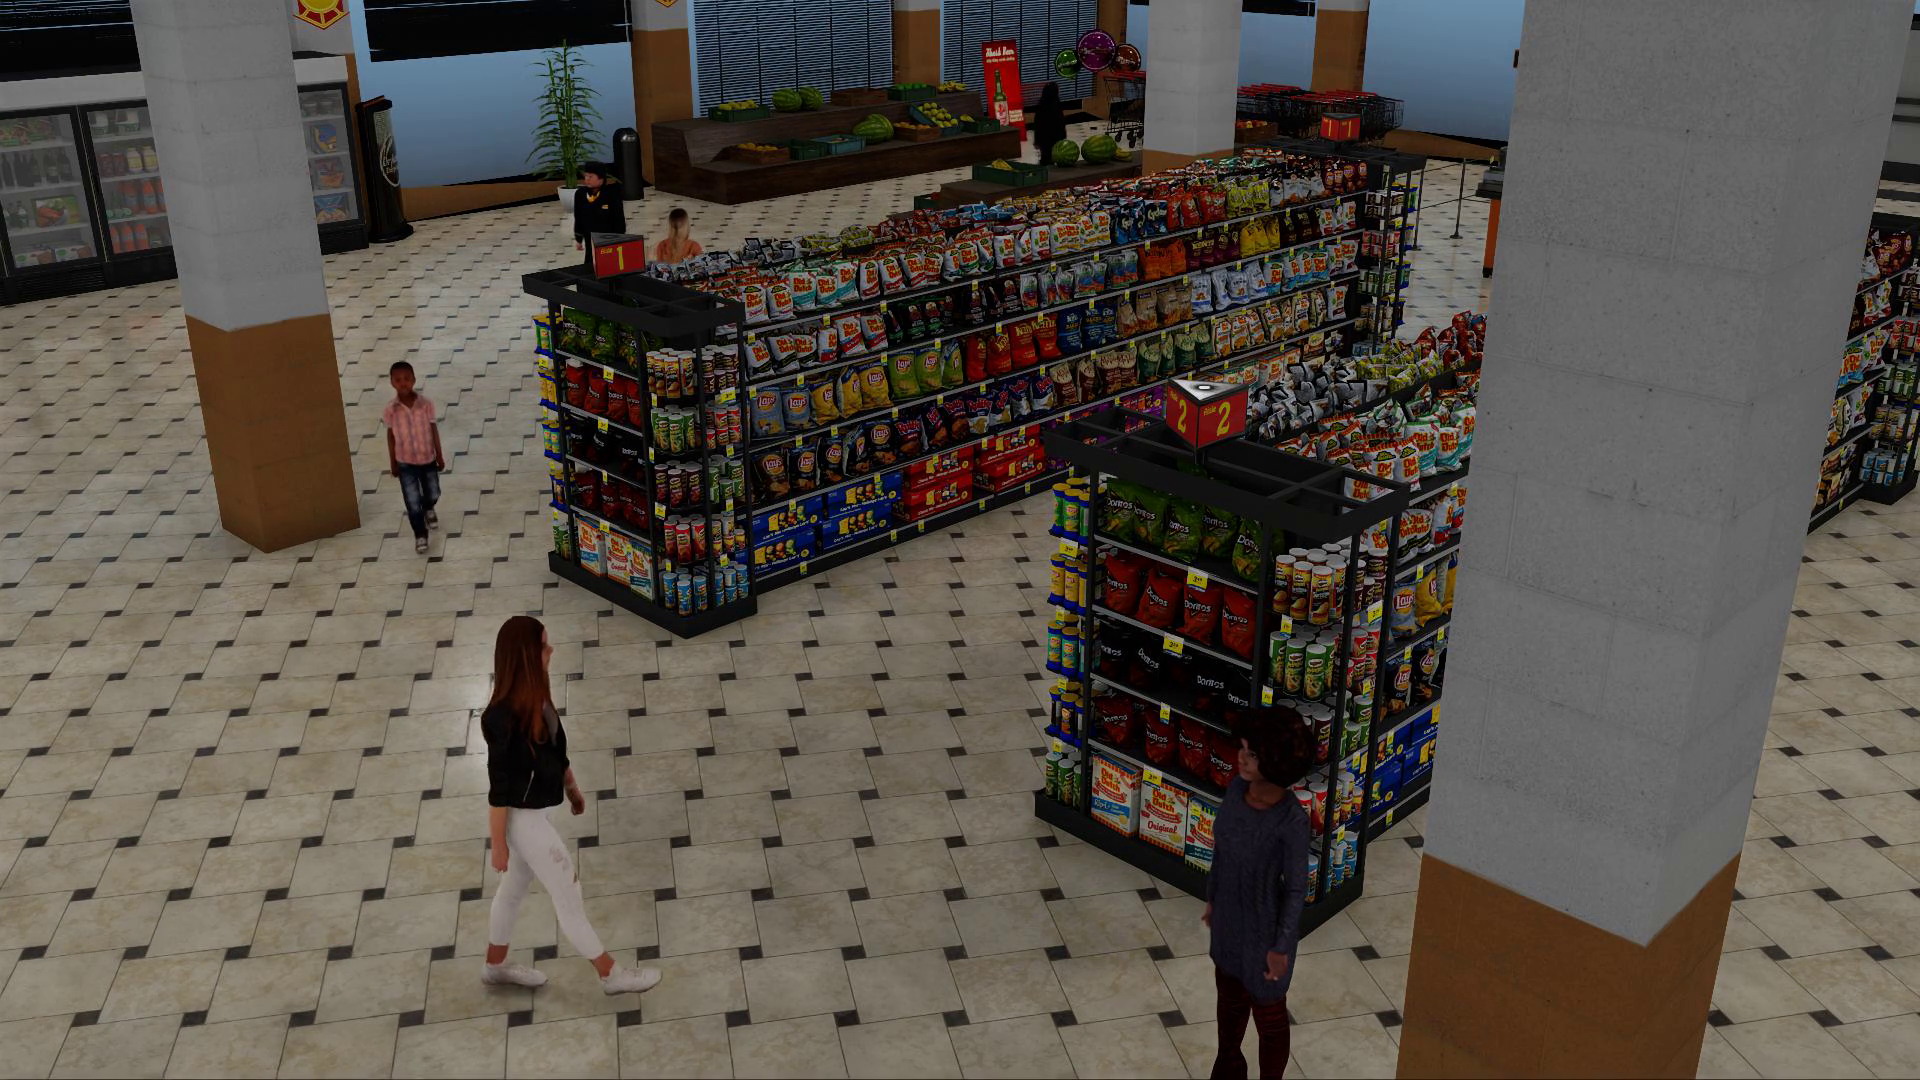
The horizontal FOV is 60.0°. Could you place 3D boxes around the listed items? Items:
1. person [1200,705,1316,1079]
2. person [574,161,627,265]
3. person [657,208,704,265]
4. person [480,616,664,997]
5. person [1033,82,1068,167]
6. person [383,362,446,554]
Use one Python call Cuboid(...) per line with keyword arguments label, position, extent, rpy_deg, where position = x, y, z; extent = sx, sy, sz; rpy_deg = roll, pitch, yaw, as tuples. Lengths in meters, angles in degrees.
Cuboid(label="person", position=(1.051, 1.364, 5.912), extent=(0.614, 1.711, 0.646), rpy_deg=(-11, 24, -26))
Cuboid(label="person", position=(-3.616, -2.988, 16.797), extent=(0.801, 1.670, 0.813), rpy_deg=(6, 23, 13))
Cuboid(label="person", position=(-2.451, -2.055, 14.589), extent=(1.023, 1.584, 1.193), rpy_deg=(4, 22, 9))
Cuboid(label="person", position=(-1.799, 1.099, 6.620), extent=(1.084, 1.674, 1.031), rpy_deg=(1, 22, 1))
Cuboid(label="person", position=(1.172, -5.572, 23.340), extent=(0.986, 1.585, 0.717), rpy_deg=(-15, 27, -33))
Cuboid(label="person", position=(-3.706, -0.590, 11.327), extent=(0.792, 1.298, 0.740), rpy_deg=(-8, 23, -20))
